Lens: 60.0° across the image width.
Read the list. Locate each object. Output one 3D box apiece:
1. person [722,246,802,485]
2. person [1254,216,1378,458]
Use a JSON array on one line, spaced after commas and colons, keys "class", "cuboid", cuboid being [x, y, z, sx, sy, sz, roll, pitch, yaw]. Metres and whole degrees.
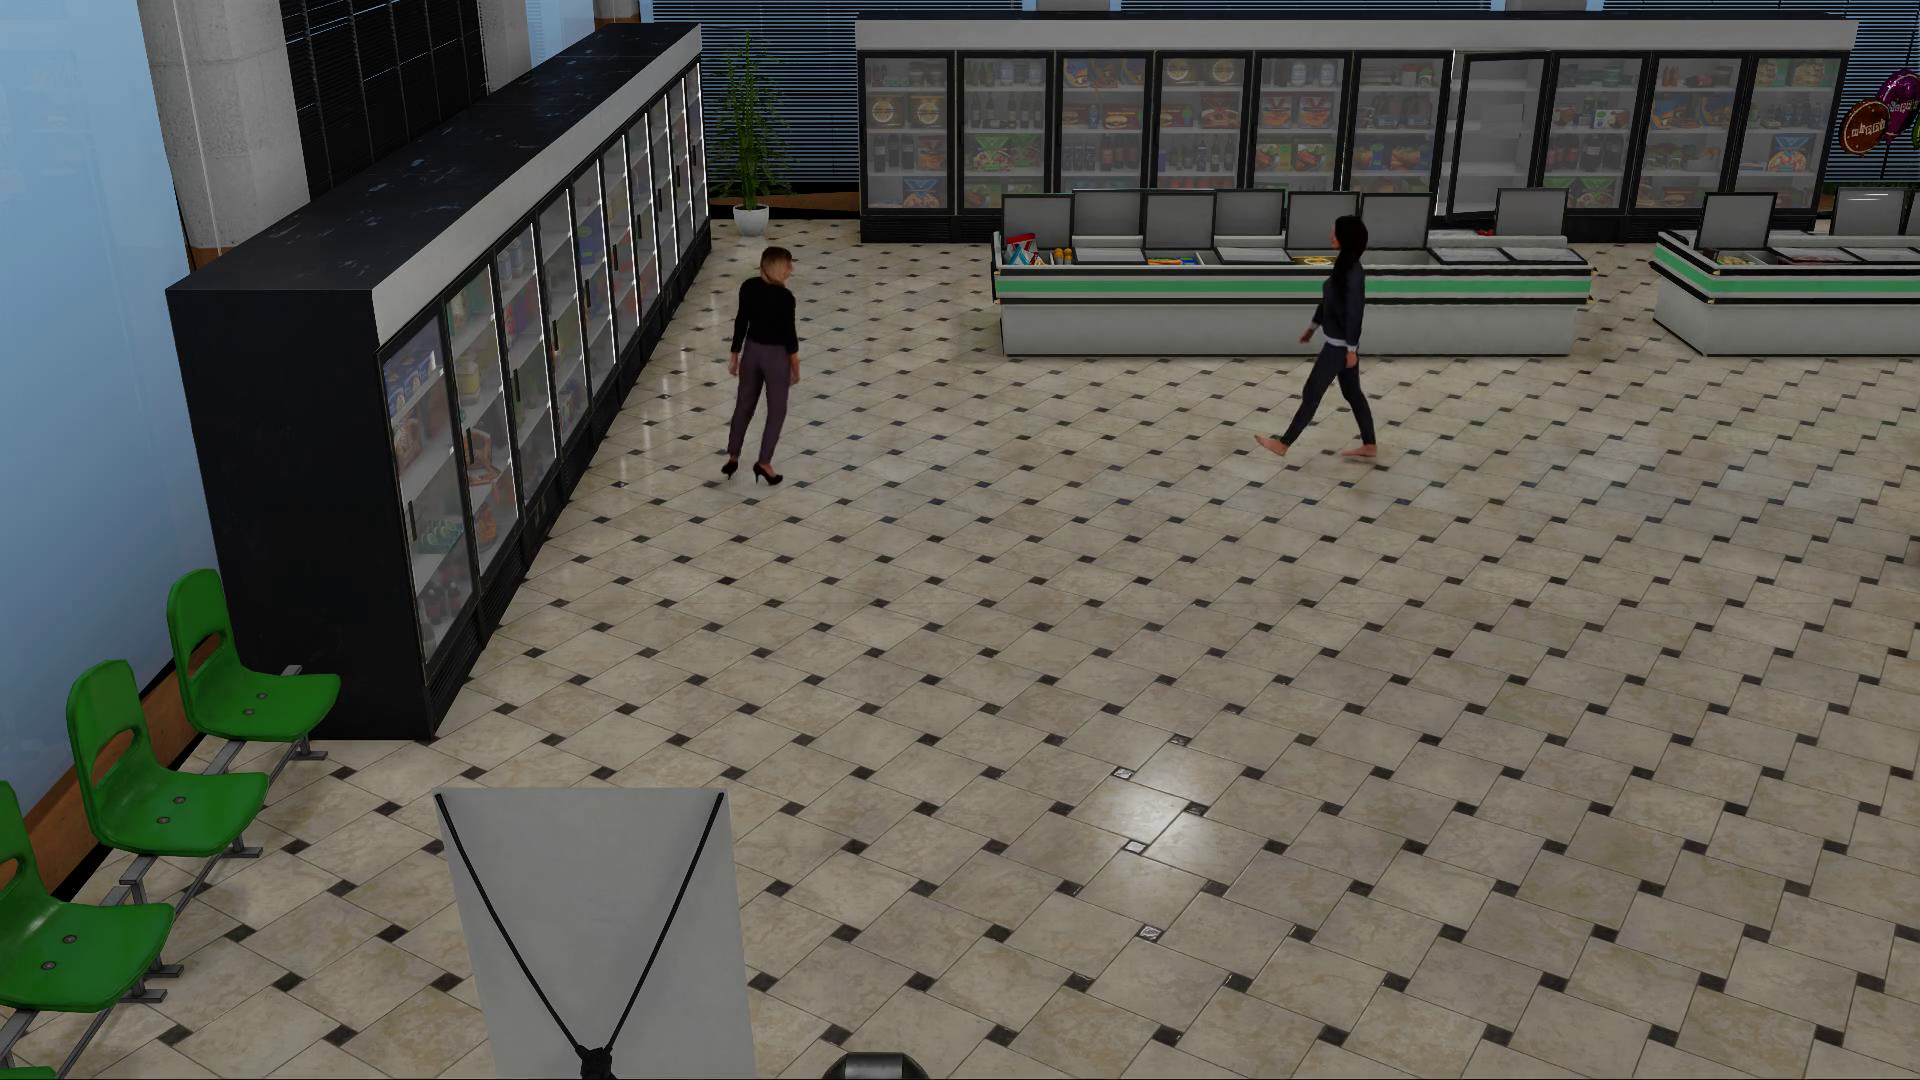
[{"class": "person", "cuboid": [-1.357, -1.136, 11.127, 0.765, 1.630, 0.903, 6, 24, 14]}, {"class": "person", "cuboid": [2.716, -1.346, 11.501, 1.135, 1.715, 0.729, 3, 24, 8]}]
